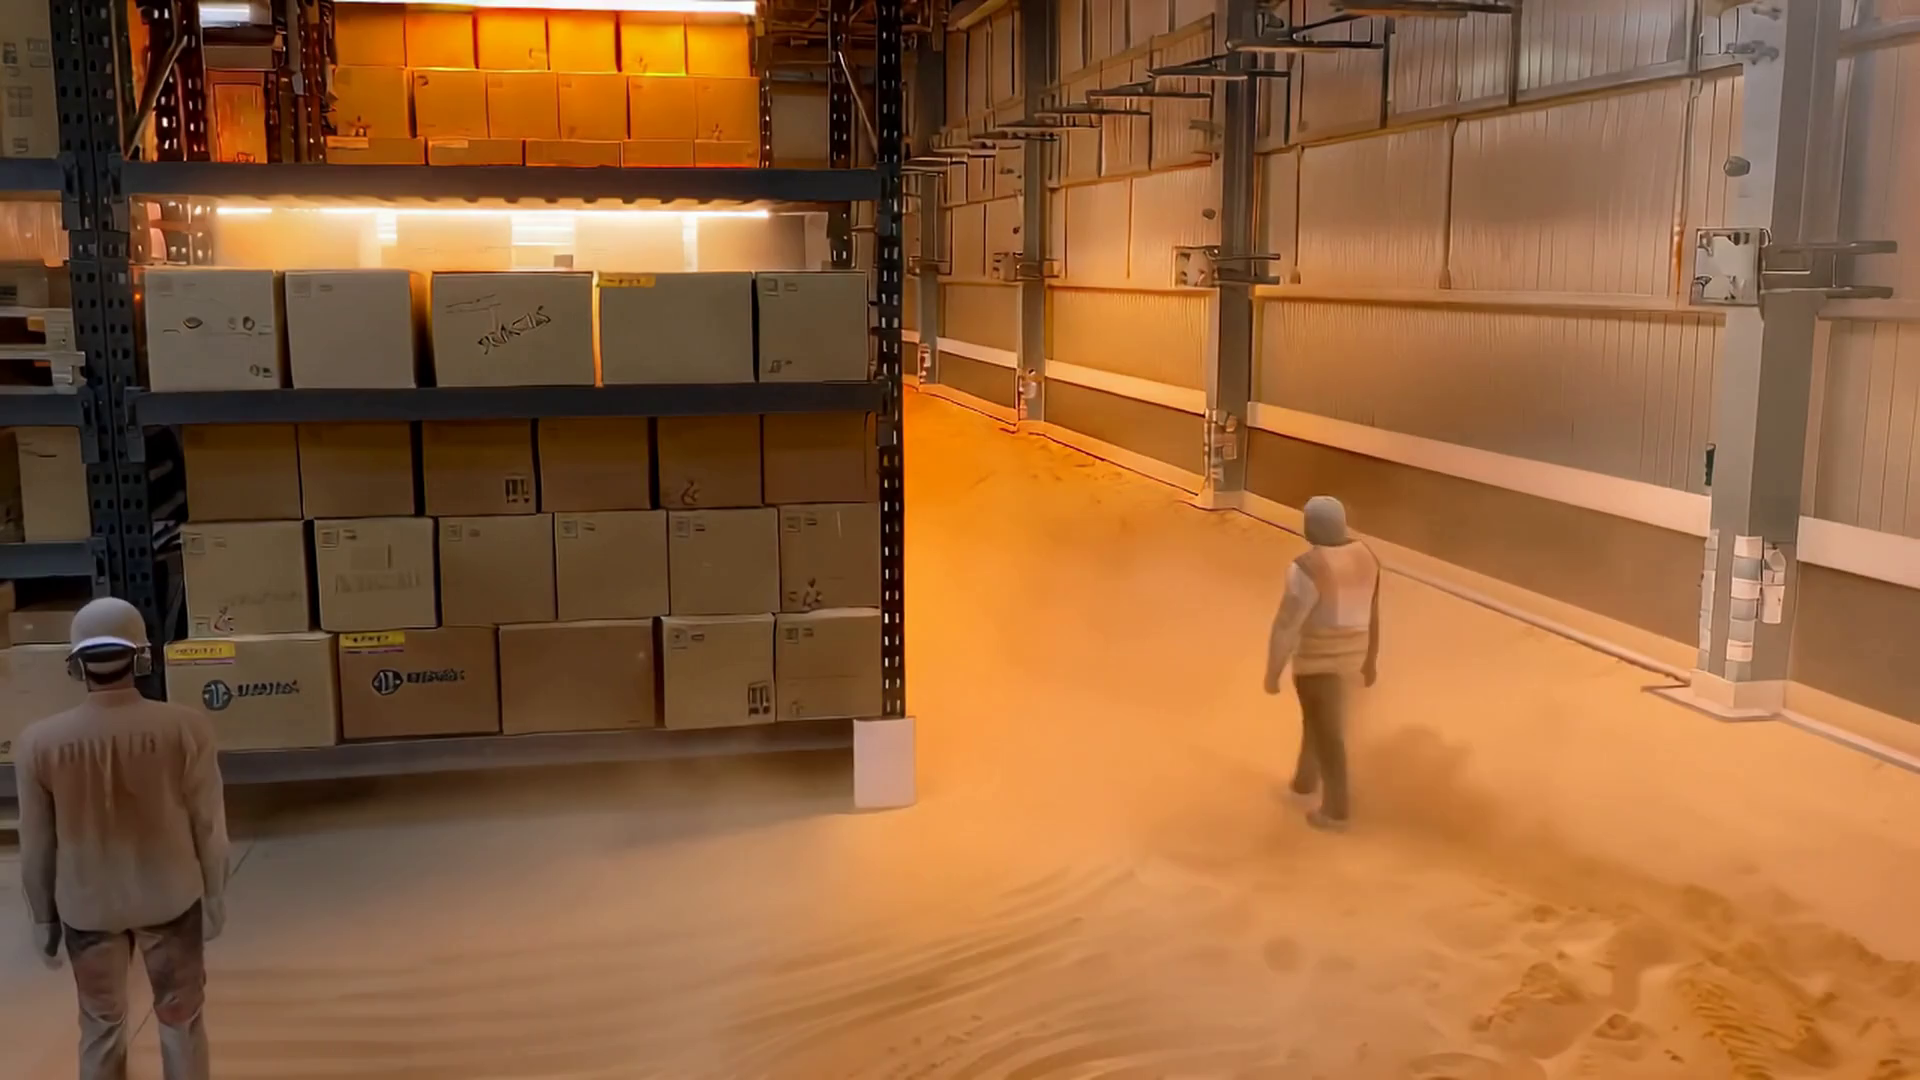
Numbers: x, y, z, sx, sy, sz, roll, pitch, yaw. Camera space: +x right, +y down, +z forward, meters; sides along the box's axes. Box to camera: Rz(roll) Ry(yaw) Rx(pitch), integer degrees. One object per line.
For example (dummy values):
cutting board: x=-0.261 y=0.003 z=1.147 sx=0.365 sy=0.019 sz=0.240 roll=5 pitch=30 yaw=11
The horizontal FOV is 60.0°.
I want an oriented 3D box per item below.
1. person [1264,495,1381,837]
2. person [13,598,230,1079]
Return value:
person: x=1.881 y=0.654 z=9.037 sx=0.661 sy=1.814 sz=0.784 roll=-7 pitch=12 yaw=-36
person: x=-2.709 y=1.170 z=5.441 sx=0.613 sy=1.976 sz=0.434 roll=-3 pitch=10 yaw=-17
